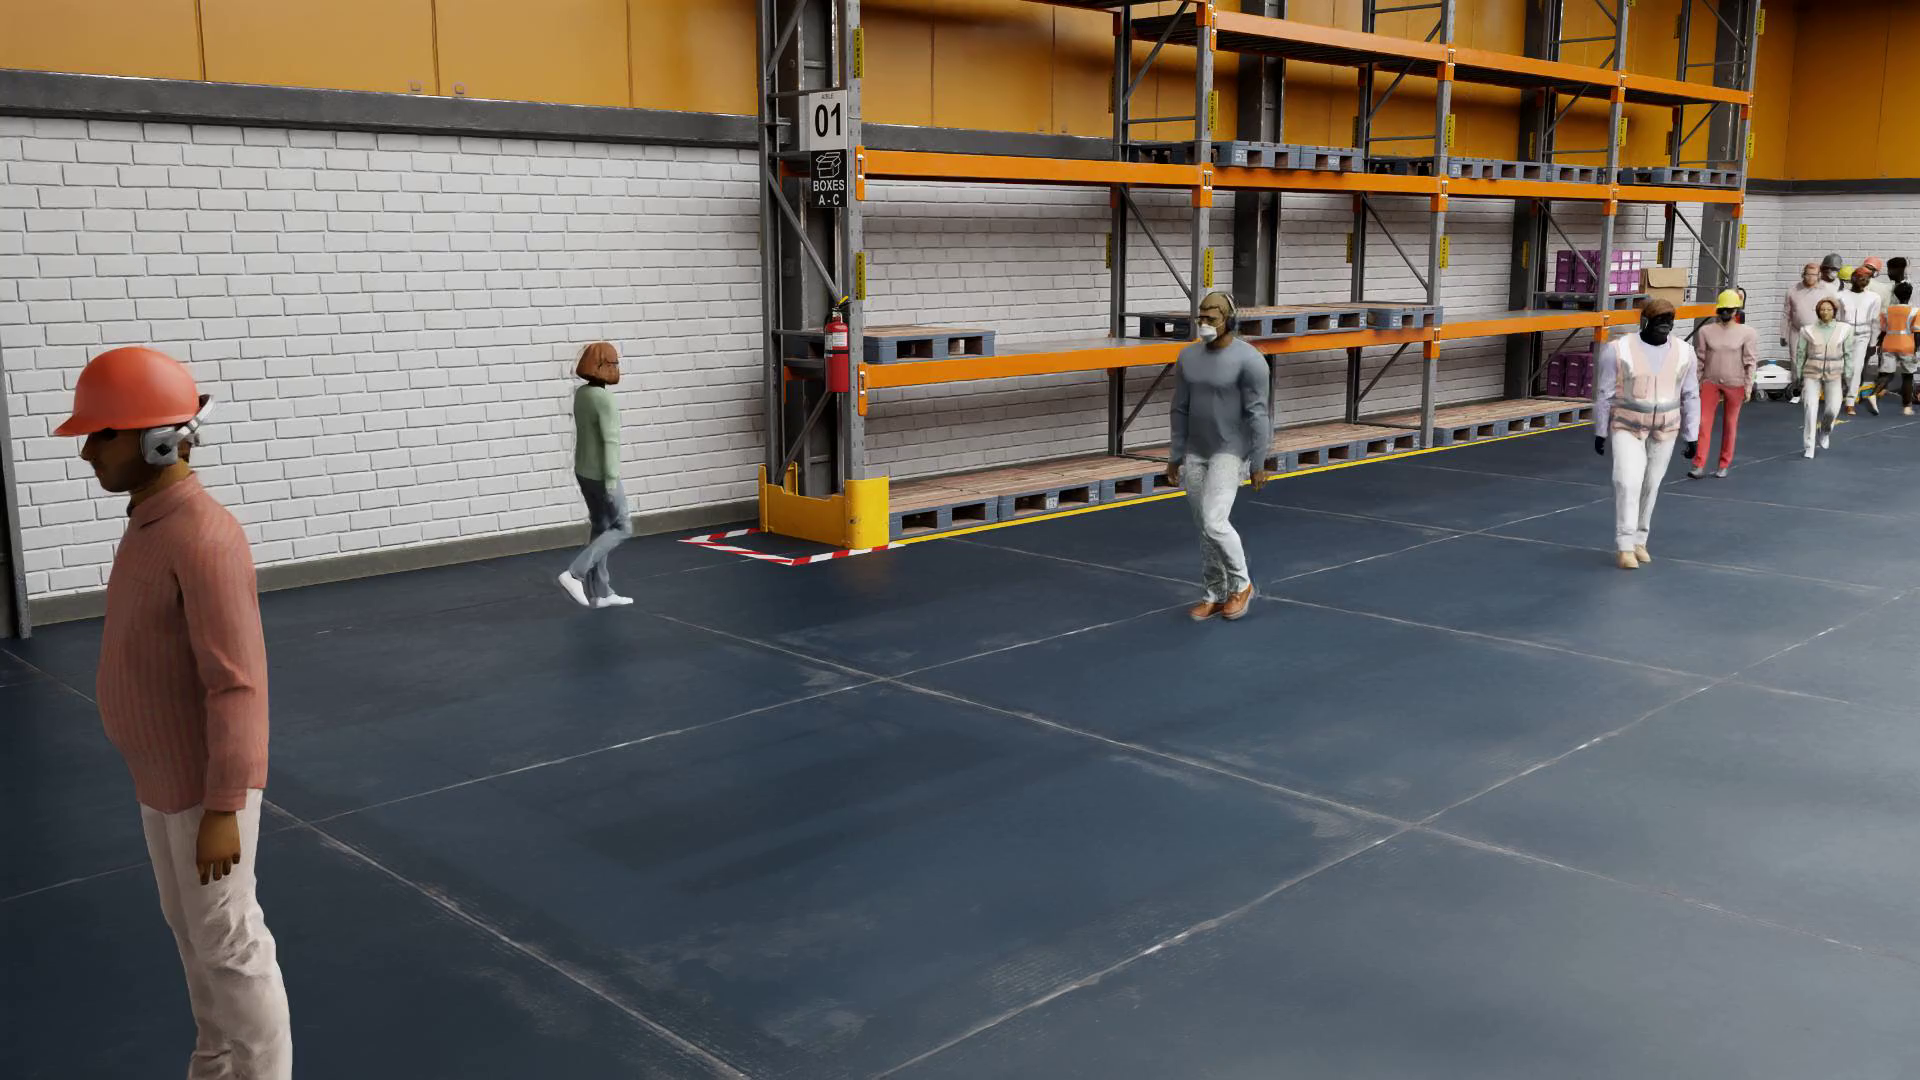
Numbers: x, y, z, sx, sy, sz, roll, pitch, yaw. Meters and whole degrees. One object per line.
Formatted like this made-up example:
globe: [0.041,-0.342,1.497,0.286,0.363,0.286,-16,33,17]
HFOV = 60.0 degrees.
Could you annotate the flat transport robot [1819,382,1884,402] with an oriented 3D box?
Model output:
flat transport robot: [12.064,-2.043,22.715,0.652,0.197,1.431,10,14,43]

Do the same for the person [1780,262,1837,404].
person: [11.288,-2.749,22.163,0.679,1.885,0.436,8,13,36]

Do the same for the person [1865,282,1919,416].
person: [11.619,-2.362,20.635,0.743,1.677,0.539,-7,12,-33]

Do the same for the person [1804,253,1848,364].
person: [11.772,-2.937,22.761,0.692,2.000,0.820,2,11,11]

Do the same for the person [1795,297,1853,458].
person: [8.740,-1.652,16.867,0.524,1.628,0.492,4,11,23]

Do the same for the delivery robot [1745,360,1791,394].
delivery robot: [10.970,-2.194,22.508,0.707,0.478,0.477,-1,10,-8]

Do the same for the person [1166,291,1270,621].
person: [1.460,-0.467,9.622,0.439,1.925,0.631,-8,13,-36]

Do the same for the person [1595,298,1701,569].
person: [4.661,-0.709,11.227,0.654,1.810,0.769,1,10,4]

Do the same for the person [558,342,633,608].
person: [-2.187,-0.368,9.904,0.427,1.620,0.501,-8,13,-37]

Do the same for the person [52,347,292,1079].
person: [-1.823,0.547,3.891,0.401,1.990,0.622,-8,13,-39]

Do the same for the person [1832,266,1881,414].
person: [11.289,-2.530,21.058,0.582,1.859,0.657,4,11,21]

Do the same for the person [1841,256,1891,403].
person: [12.040,-2.796,22.212,0.619,1.964,0.511,3,11,17]

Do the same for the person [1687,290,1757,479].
person: [6.947,-1.401,15.194,0.552,1.729,0.826,7,13,35]

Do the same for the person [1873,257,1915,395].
person: [13.109,-2.999,23.391,0.784,1.928,0.630,4,11,21]

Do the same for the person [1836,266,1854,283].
person: [13.067,-3.165,24.680,0.404,1.799,0.616,6,12,29]
